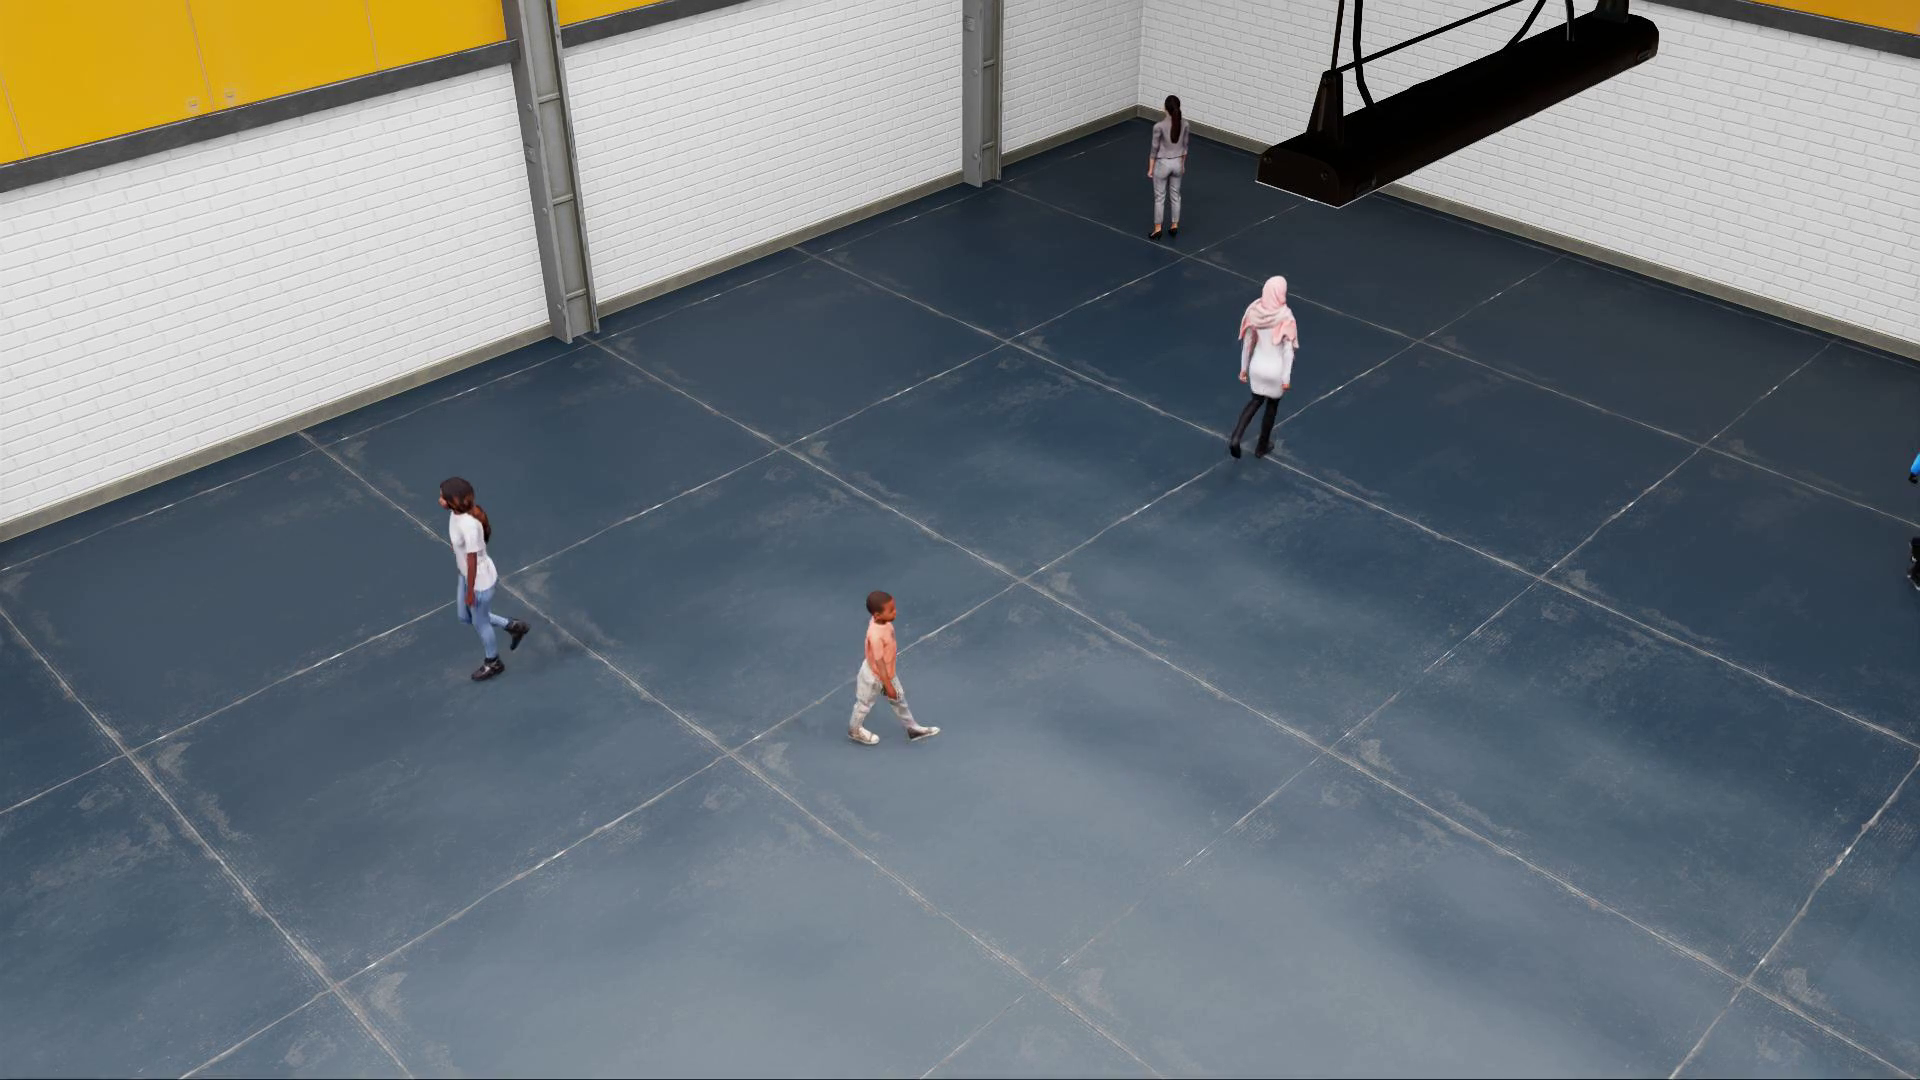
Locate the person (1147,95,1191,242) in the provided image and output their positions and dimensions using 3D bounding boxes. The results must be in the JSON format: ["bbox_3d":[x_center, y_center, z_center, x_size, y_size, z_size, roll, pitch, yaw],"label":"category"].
[{"bbox_3d":[2.347,-4.193,18.756,0.668,1.678,0.772,-11,35,-16],"label":"person"}]

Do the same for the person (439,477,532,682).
[{"bbox_3d":[-3.412,0.271,12.012,0.810,1.709,0.682,-17,37,-24],"label":"person"}]

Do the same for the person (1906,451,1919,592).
[{"bbox_3d":[7.718,-0.400,12.958,0.930,1.779,1.038,6,34,9],"label":"person"}]

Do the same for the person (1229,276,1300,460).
[{"bbox_3d":[2.646,-1.442,14.518,0.680,1.789,0.936,24,41,32],"label":"person"}]

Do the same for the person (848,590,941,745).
[{"bbox_3d":[-0.632,0.893,11.461,0.797,1.283,0.878,10,35,14],"label":"person"}]
